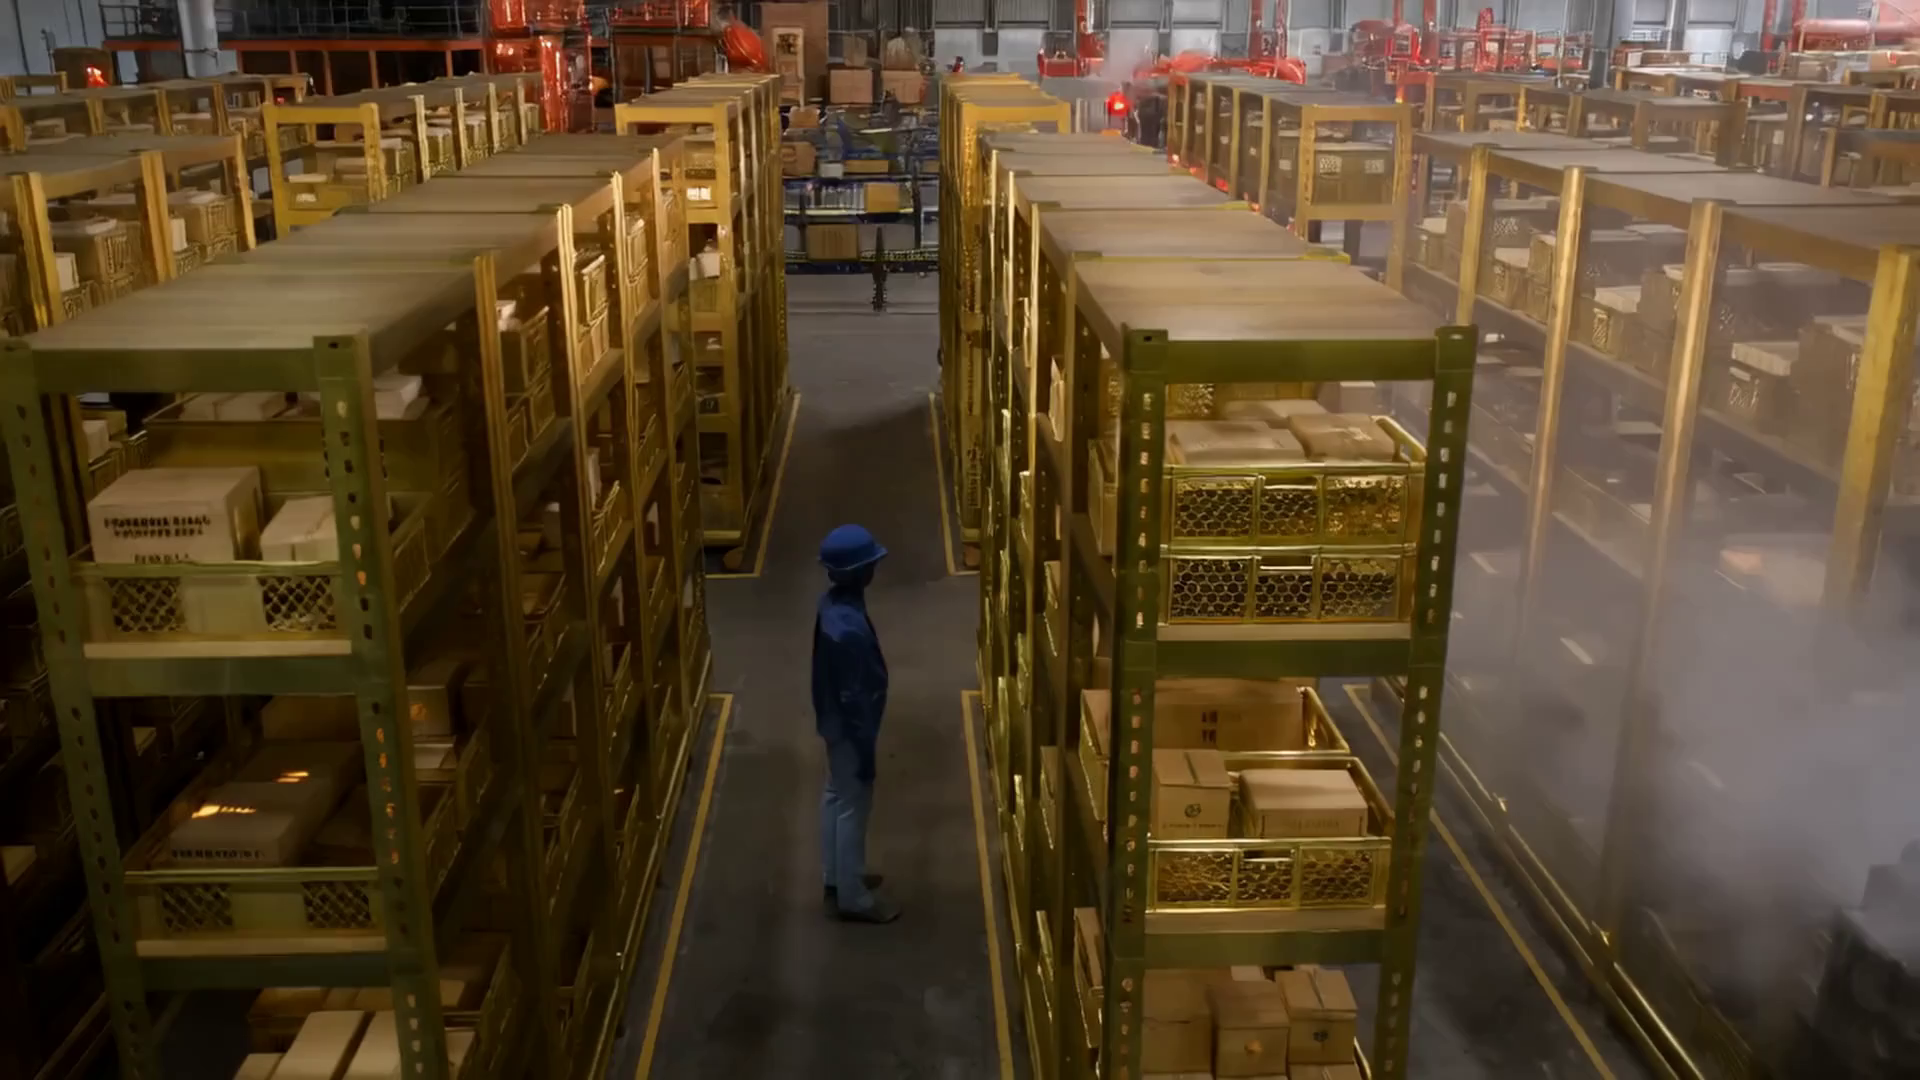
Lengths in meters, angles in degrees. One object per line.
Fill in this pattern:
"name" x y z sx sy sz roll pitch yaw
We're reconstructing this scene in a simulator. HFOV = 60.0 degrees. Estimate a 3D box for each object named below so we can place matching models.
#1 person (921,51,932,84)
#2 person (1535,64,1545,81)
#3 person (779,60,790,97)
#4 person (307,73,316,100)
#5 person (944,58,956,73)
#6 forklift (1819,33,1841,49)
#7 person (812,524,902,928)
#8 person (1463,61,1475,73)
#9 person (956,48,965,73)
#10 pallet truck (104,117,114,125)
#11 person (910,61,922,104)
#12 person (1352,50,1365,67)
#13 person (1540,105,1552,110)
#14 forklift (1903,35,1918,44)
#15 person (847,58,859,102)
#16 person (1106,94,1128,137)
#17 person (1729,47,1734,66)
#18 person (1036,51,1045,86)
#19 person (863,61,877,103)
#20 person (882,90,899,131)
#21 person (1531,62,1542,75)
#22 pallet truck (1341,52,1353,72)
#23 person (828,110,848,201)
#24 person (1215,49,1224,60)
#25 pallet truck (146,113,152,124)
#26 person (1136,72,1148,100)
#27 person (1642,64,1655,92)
"person" -1.809 -25.565 90.075 0.627 1.824 0.478 -12 22 -33
"person" 24.105 -18.860 69.272 0.501 1.861 0.334 -9 20 -26
"person" -7.915 -20.595 74.645 0.584 1.859 0.844 8 20 23
"person" -24.118 -16.410 61.750 0.836 1.822 0.520 -1 18 -4
"person" -0.447 -21.384 77.094 0.588 1.860 0.960 -2 18 -7
"forklift" 43.982 -24.305 84.475 1.129 2.768 1.873 -1 18 -2
"person" -0.513 0.883 7.942 0.370 1.996 0.622 -5 19 -16
"person" 21.445 -19.222 70.260 0.551 1.932 0.378 6 19 19
"person" 0.014 -26.415 92.581 1.013 1.903 0.639 5 19 14
"pallet truck" -18.367 -7.885 35.078 1.885 1.965 0.823 1 18 2
"person" -1.871 -19.717 71.828 0.563 1.903 0.872 6 19 19
"person" 20.204 -23.830 84.349 0.663 2.000 0.691 -7 19 -22
"person" 19.801 -14.640 56.392 0.533 1.745 0.680 7 19 22
"forklift" 49.831 -25.277 87.485 1.129 2.768 1.873 -10 20 -27
"person" -4.823 -20.701 74.872 0.587 1.914 0.391 5 19 15
"person" 4.332 -11.231 45.565 0.584 1.909 0.759 -3 18 -10
"person" 43.643 -27.067 94.588 0.741 1.903 0.605 1 18 3
"person" 4.330 -25.240 89.043 0.429 1.838 0.621 13 22 34
"person" -3.723 -18.852 69.018 0.621 1.992 0.397 -7 19 -21
"person" -2.148 -12.552 49.817 0.574 1.803 0.631 9 20 27
"person" 25.153 -19.951 72.692 0.604 1.827 1.013 -7 19 -22
"pallet truck" 18.794 -23.123 82.231 0.823 1.965 1.885 -13 22 -35
"person" -2.719 -8.579 37.193 0.420 2.027 0.607 -3 18 -11
"person" 14.329 -26.135 91.796 0.506 1.848 0.447 9 20 25
"pallet truck" -18.087 -8.309 36.390 1.885 1.965 0.823 -1 18 -4
"person" 7.063 -17.297 64.650 0.489 1.723 0.658 5 19 15
"person" 33.472 -22.556 80.627 0.802 1.905 0.636 -2 18 -5
